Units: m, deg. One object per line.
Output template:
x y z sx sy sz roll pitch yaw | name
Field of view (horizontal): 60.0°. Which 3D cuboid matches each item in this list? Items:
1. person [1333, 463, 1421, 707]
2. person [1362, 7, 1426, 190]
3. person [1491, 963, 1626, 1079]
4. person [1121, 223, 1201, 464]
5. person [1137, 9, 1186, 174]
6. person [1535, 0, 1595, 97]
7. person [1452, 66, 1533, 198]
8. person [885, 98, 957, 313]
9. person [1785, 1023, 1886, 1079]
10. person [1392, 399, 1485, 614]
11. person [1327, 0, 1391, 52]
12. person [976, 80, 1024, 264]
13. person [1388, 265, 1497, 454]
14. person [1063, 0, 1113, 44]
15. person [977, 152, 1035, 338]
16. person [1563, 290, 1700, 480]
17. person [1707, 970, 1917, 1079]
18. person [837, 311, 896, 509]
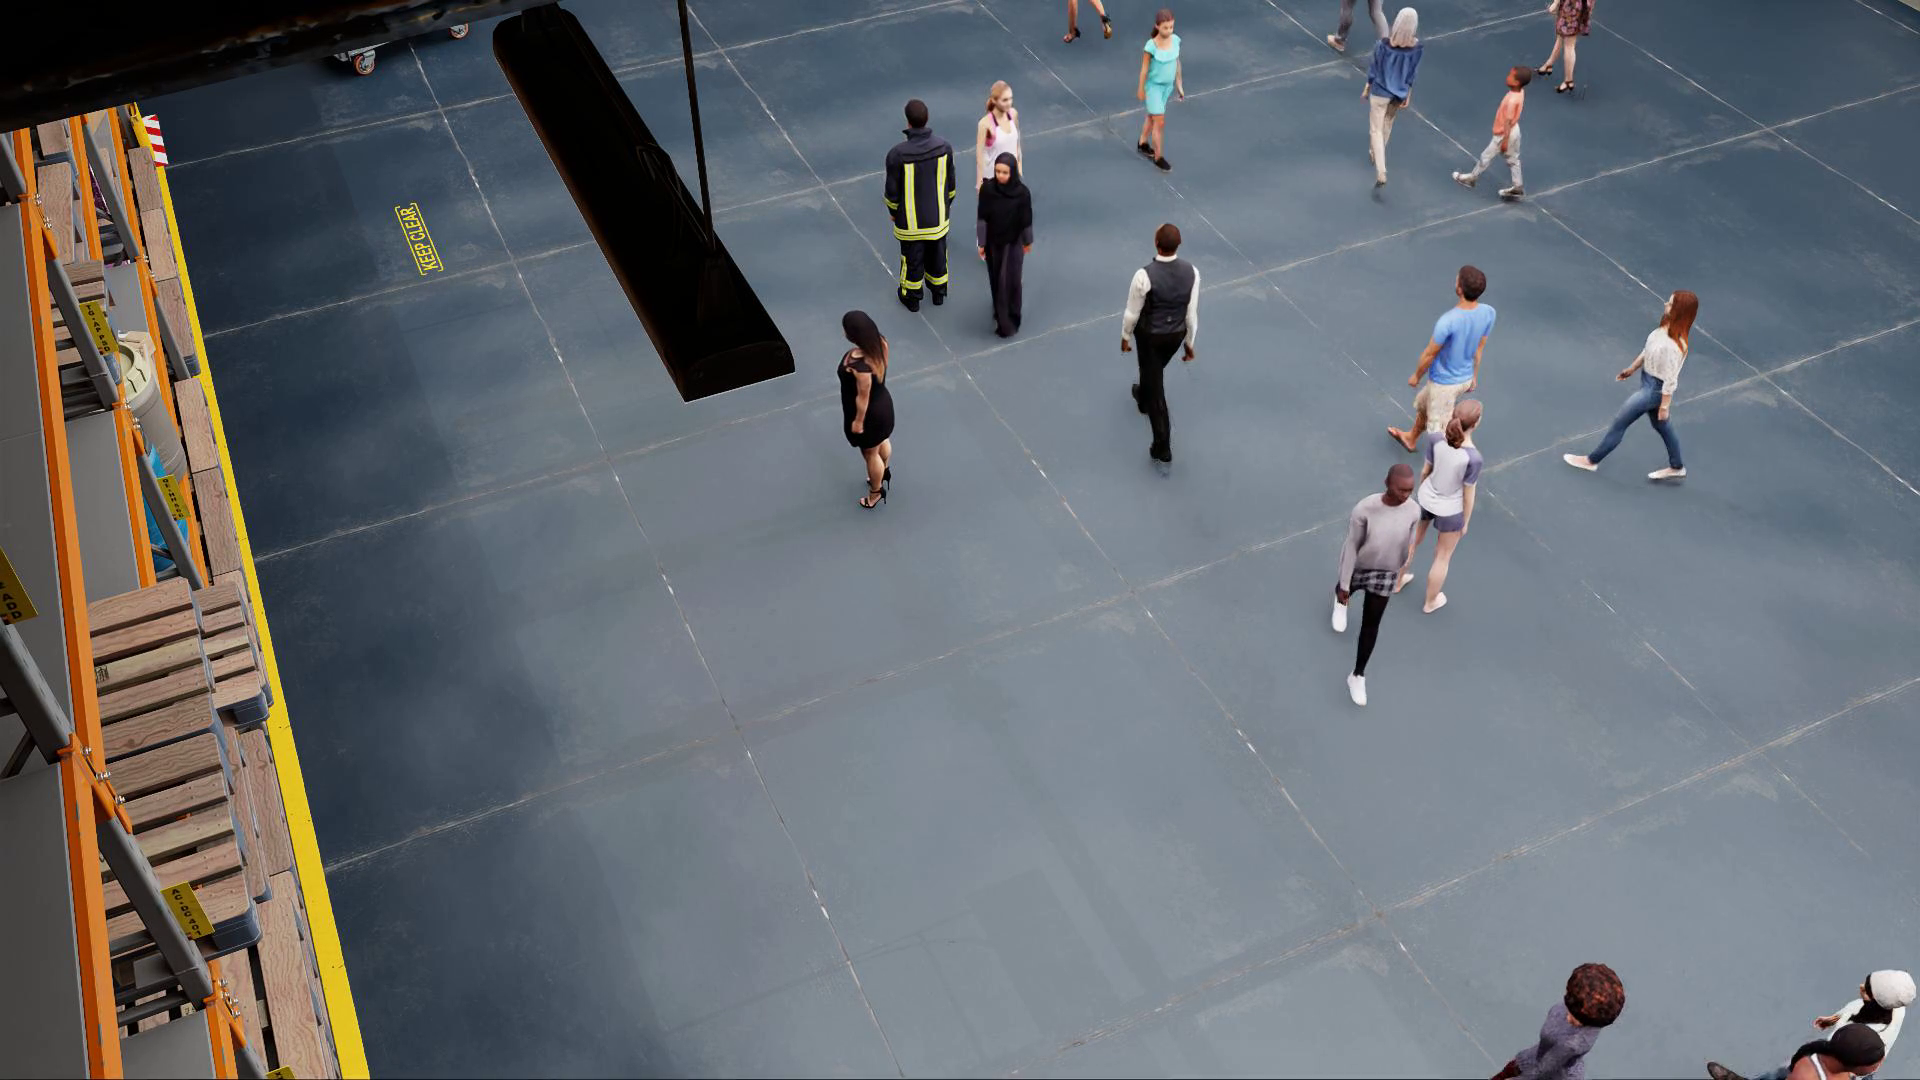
2.667 0.124 10.938 1.028 1.725 1.287 3 44 3 | person
3.972 -4.056 15.367 0.870 1.669 1.165 -4 44 -4 | person
3.028 2.725 8.252 1.148 1.664 0.967 23 48 22 | person
1.516 -1.445 12.476 0.864 1.876 1.346 -10 45 -11 | person
1.838 -4.321 15.742 0.610 1.535 0.867 -24 49 -23 | person
6.146 -5.328 16.633 0.673 1.763 0.850 -23 48 -23 | person
5.088 -3.725 15.300 0.969 1.282 0.797 24 49 23 | person
-0.322 -2.777 13.836 0.788 1.927 0.671 -14 45 -15 | person
3.975 2.773 8.179 0.584 1.696 1.132 -18 46 -18 | person
3.260 -0.236 11.288 0.699 1.764 0.583 -34 53 -31 | person
4.244 -5.743 16.960 0.652 1.914 1.189 -17 46 -17 | person
0.259 -3.167 14.351 0.713 1.783 0.729 -32 52 -29 | person
3.627 -1.110 12.158 0.711 1.829 1.245 -22 48 -21 | person
1.327 -5.963 17.268 0.968 1.808 0.806 32 52 29 | person
0.397 -2.554 13.833 0.892 1.609 0.946 15 46 15 | person
5.203 -1.090 12.238 1.145 1.691 1.064 15 46 15 | person
4.515 2.685 8.344 0.789 1.596 1.210 -30 51 -28 | person
-0.647 -0.948 12.075 0.821 1.710 0.745 10 45 11 | person
